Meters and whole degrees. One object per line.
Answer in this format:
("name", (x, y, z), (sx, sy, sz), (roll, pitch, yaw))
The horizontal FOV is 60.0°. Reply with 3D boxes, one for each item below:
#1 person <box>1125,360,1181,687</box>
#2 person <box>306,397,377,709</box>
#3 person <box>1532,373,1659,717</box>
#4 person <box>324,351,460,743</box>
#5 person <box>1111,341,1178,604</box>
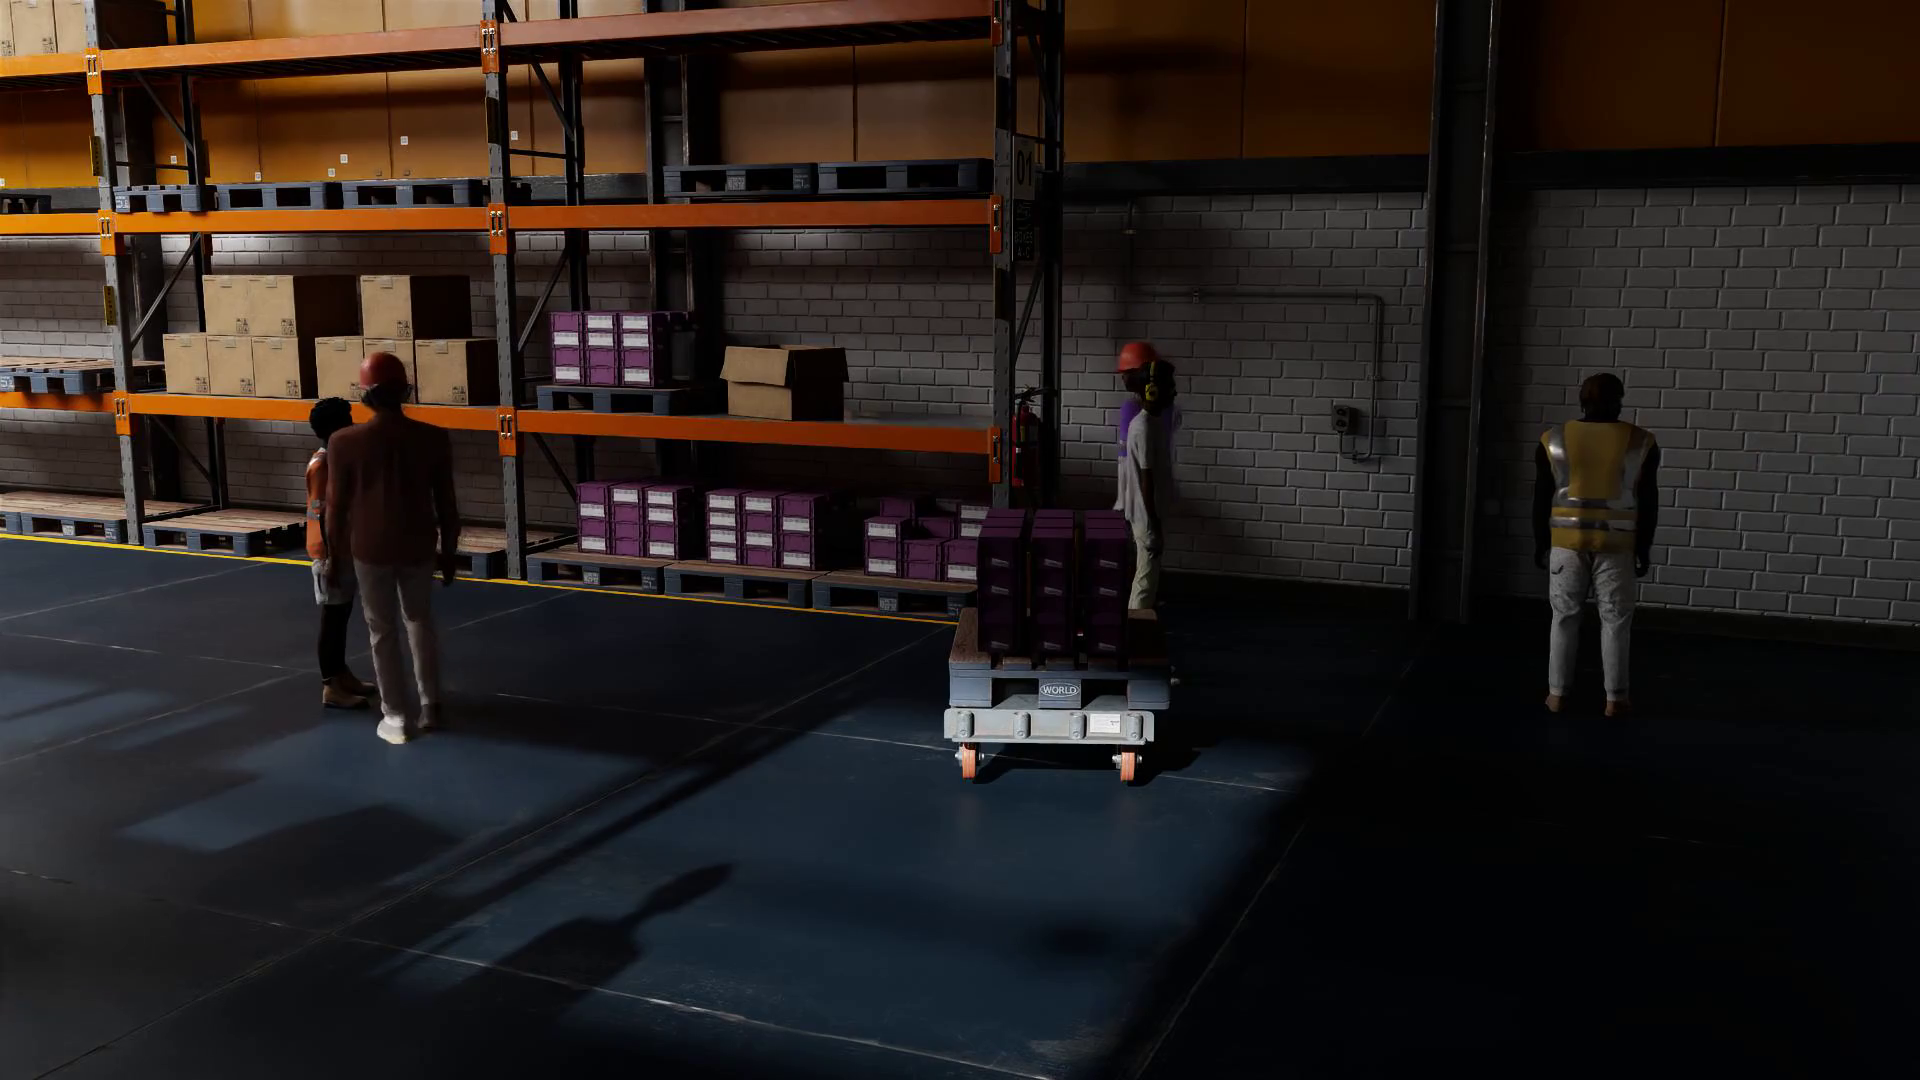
("person", (1.113, -0.100, 9.582), (0.328, 1.872, 0.513), (1, 9, 3))
("person", (-3.399, 0.066, 9.107), (0.315, 1.695, 0.541), (-2, 10, -9))
("person", (3.389, 0.028, 8.915), (0.623, 1.841, 0.430), (4, 10, 23))
("person", (-2.867, 0.044, 8.394), (0.629, 1.984, 0.420), (-7, 12, -35))
("person", (1.135, -0.295, 10.578), (0.396, 1.933, 0.556), (9, 13, 43))
